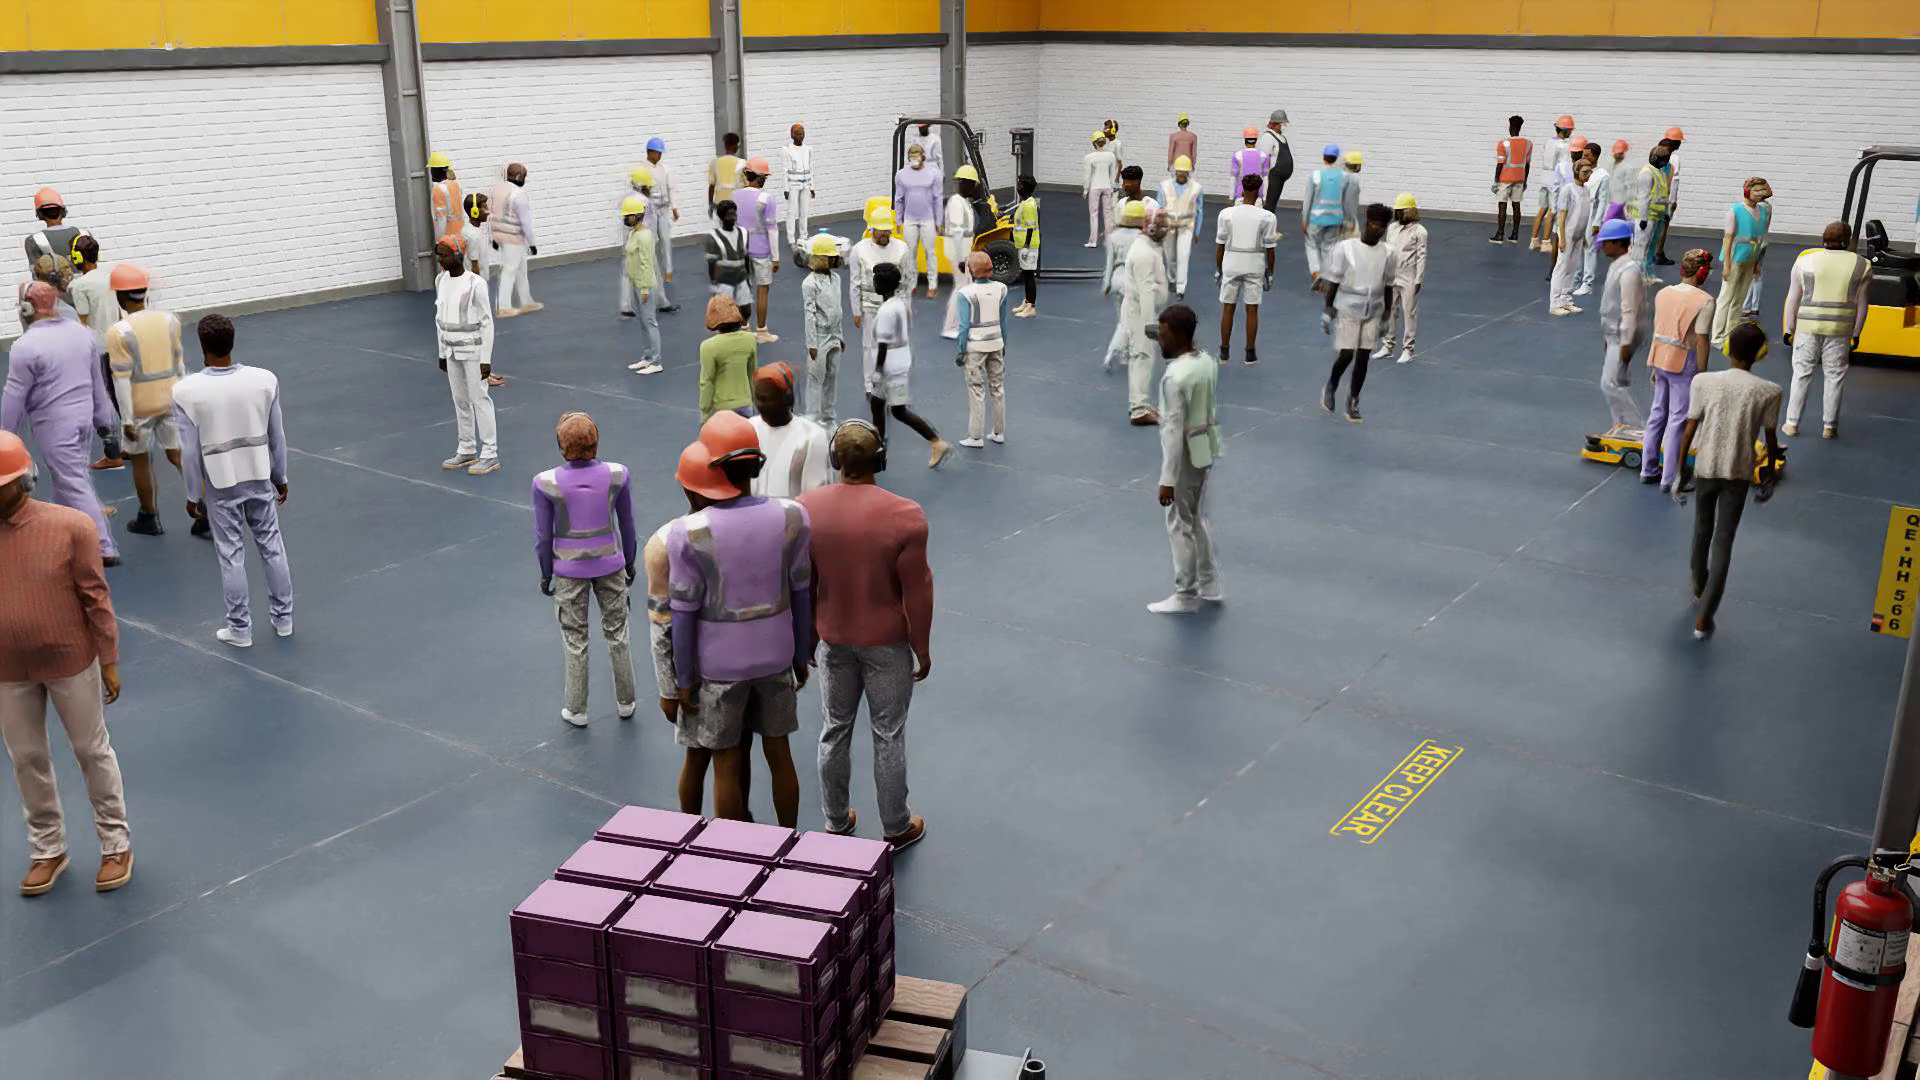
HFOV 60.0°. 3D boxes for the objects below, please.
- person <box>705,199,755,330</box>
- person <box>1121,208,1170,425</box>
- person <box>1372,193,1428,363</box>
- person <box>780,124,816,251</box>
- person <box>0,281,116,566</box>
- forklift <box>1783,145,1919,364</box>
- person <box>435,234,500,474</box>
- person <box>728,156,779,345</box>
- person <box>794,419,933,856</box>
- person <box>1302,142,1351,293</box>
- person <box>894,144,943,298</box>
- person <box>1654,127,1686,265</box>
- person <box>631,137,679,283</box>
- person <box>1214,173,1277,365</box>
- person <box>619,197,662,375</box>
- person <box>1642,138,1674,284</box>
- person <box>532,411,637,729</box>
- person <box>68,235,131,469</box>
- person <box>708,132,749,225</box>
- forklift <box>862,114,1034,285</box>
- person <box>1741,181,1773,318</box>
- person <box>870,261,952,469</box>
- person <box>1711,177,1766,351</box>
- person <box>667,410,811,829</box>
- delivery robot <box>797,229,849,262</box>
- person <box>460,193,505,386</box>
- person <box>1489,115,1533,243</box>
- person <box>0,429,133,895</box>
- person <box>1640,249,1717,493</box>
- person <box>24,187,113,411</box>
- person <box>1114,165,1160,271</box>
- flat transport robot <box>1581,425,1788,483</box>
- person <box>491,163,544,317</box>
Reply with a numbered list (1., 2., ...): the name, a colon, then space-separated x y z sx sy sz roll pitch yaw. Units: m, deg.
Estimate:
1. person: -2.374 -2.678 17.203 0.556 1.679 0.365 -15 23 -39
2. person: 1.643 -1.968 14.665 0.432 1.898 0.707 4 18 11
3. person: 4.562 -2.707 17.205 0.321 1.742 0.492 -14 23 -38
4. person: -2.450 -5.345 25.234 0.587 1.883 0.347 -16 24 -40
5. person: -5.986 -0.753 10.873 0.865 1.873 0.652 4 18 11
6. forklift: 9.803 -2.879 17.013 2.313 2.155 1.214 12 21 33
7. person: -3.892 -1.457 13.067 0.584 1.882 0.337 12 21 33
8. person: -2.208 -3.141 18.112 0.612 2.029 0.407 10 20 29
9. person: -0.412 0.424 7.096 0.631 1.940 0.372 5 18 15
10. person: 4.679 -4.099 21.274 0.617 1.921 0.492 -2 18 -6
11. person: -0.519 -4.042 21.088 0.637 1.929 0.367 4 18 12
12. person: 10.102 -4.919 23.811 0.361 1.938 0.545 -4 18 -12
13. person: -4.064 -4.368 22.101 0.432 1.926 0.614 13 22 36
14. person: 2.918 -2.769 17.059 0.620 1.953 0.378 4 18 13
15. person: -3.215 -2.548 16.685 0.337 1.758 0.518 -8 19 -23
16. person: 9.238 -4.375 22.148 0.587 1.914 0.392 -12 21 -33
17. person: -1.878 0.157 8.415 0.514 1.641 0.307 -8 19 -24
18. person: -6.826 -1.488 13.222 0.333 1.854 0.525 3 18 9
19. person: -3.189 -4.698 23.187 0.586 1.903 1.058 5 18 16
20. forklift: -0.171 -4.594 22.377 2.313 2.155 1.214 1 18 3
21. person: 9.405 -3.447 19.714 0.505 1.627 0.277 -15 23 -39
22. person: -0.467 -1.369 13.142 0.782 1.666 0.527 1 18 3
23. person: 8.351 -2.955 17.815 0.563 1.844 0.388 -10 20 -29
24. person: -0.896 0.473 6.799 0.599 2.036 0.403 -9 20 -26
25. delivery robot: -1.931 -4.146 23.475 0.707 0.478 0.477 -9 20 -26
26. person: -4.656 -2.419 16.121 0.322 1.861 0.514 -6 19 -17
27. person: 8.599 -5.627 25.975 0.613 1.964 0.361 -5 18 -14
28. person: -3.754 0.505 6.776 0.624 1.984 0.413 -4 18 -11
29. person: 5.415 -1.271 12.569 0.394 1.836 0.559 -5 18 -16
30. person: -7.988 -2.116 14.877 0.394 2.040 0.608 11 21 32
31. person: 1.889 -3.065 17.989 0.384 1.952 0.621 -14 22 -37
32. flat transport robot: 5.818 -0.719 13.365 1.431 0.197 0.652 12 21 32
33. person: -5.248 -3.570 19.810 0.774 1.799 0.649 -15 23 -39
